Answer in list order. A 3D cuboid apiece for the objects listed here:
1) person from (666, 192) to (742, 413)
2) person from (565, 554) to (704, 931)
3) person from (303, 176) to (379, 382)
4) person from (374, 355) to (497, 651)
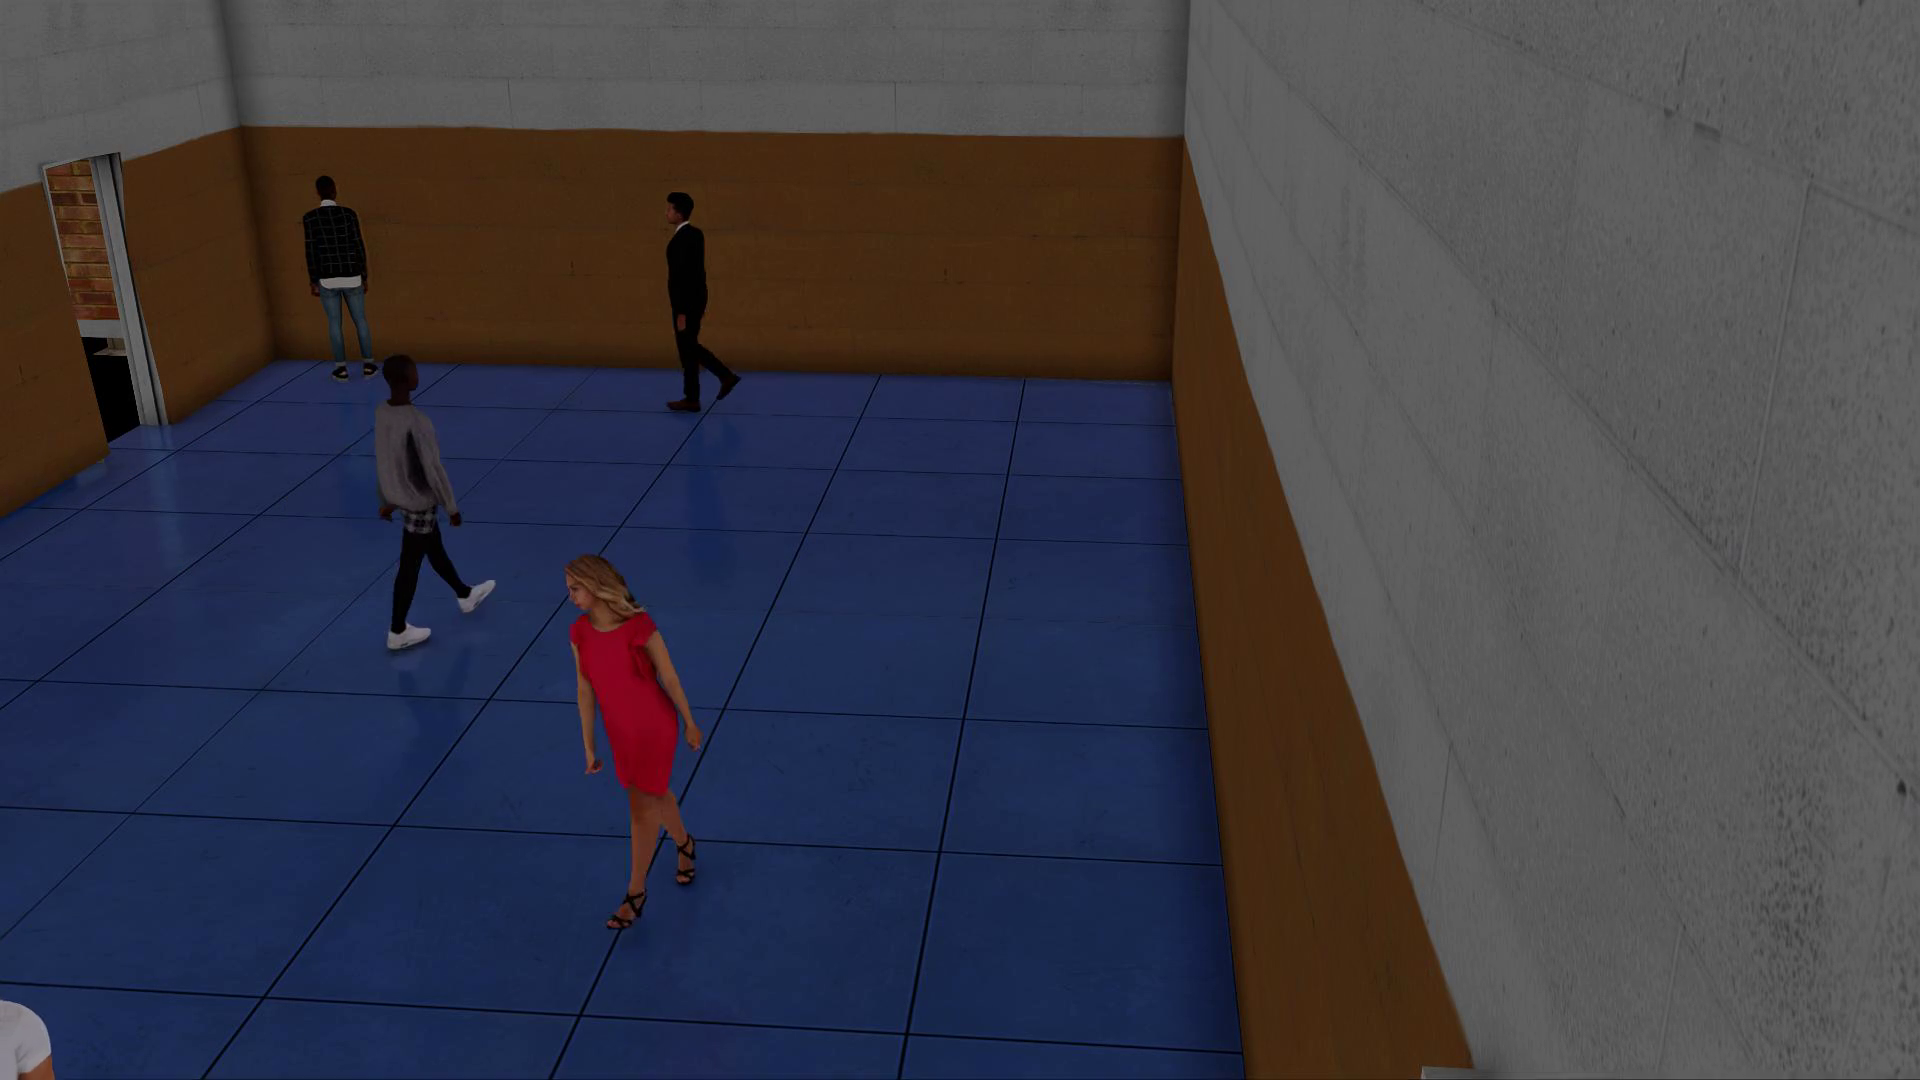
[{"bbox_3d":[-2.187,-1.981,13.961,0.856,1.872,0.711,2,22,5],"label":"person"},{"bbox_3d":[-1.339,0.818,7.259,0.932,1.675,0.893,5,23,13],"label":"person"},{"bbox_3d":[-5.578,-2.349,14.947,0.680,1.820,0.805,-10,24,-23],"label":"person"},{"bbox_3d":[-3.259,-0.187,9.667,1.102,1.744,1.078,17,28,36],"label":"person"}]
